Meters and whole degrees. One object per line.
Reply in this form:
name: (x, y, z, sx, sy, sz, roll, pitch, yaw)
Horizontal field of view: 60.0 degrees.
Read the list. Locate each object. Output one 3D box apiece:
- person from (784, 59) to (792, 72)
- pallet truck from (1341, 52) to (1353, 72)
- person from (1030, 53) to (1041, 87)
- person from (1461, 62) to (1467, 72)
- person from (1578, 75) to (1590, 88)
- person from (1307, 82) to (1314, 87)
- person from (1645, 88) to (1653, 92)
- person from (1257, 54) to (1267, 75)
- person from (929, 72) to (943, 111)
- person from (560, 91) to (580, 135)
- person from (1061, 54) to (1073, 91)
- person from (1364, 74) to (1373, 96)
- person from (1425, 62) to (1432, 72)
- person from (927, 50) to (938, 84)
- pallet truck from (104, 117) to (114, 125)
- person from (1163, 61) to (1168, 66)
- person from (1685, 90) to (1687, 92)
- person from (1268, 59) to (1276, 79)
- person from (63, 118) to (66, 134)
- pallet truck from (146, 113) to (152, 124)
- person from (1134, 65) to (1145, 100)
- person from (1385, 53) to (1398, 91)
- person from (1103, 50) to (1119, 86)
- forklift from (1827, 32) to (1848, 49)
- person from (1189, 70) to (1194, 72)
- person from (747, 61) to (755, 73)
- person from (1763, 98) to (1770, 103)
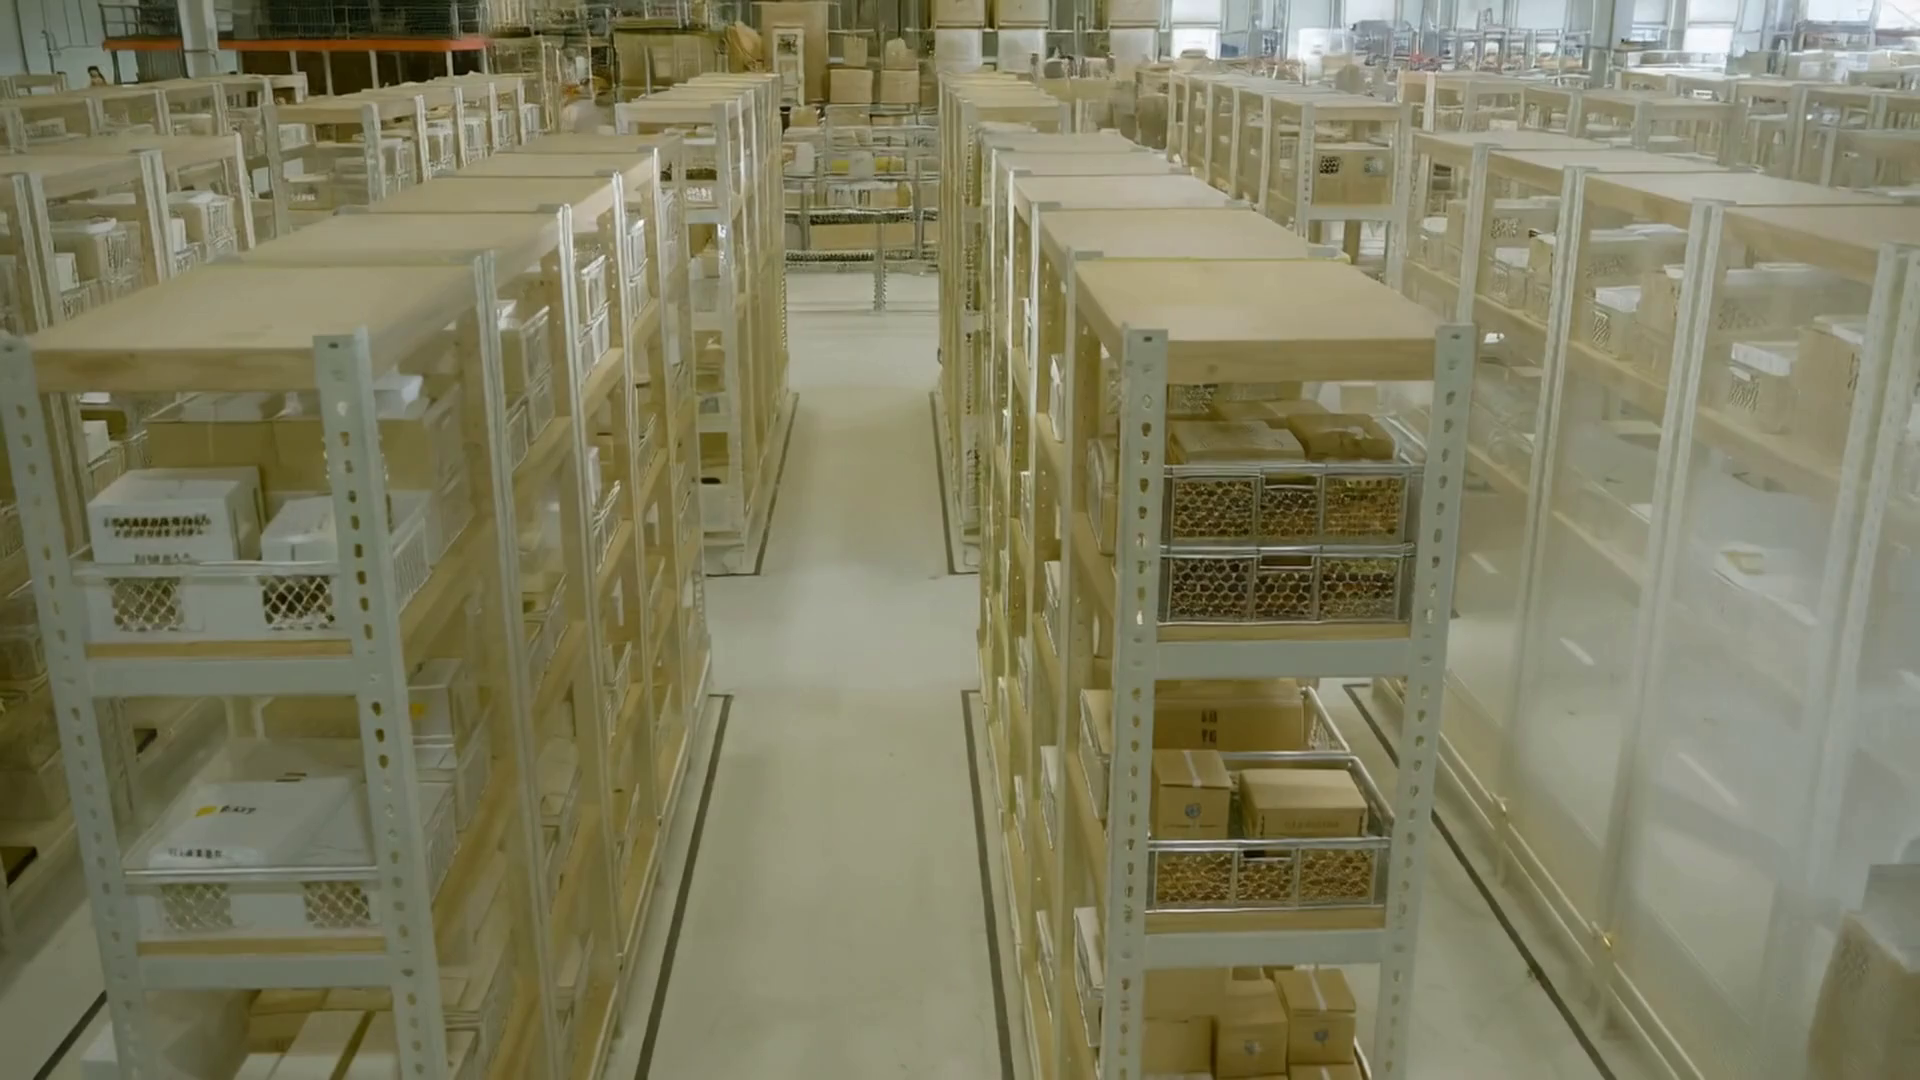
person: (-9.532, -26.530, 92.865, 1.039, 1.932, 0.641, -6, 19, -18)
pallet truck: (18.794, -23.123, 82.231, 0.823, 1.965, 1.885, -13, 22, -35)
person: (3.715, -23.543, 83.711, 0.775, 1.902, 0.402, -13, 22, -35)
person: (21.845, -19.804, 72.226, 0.952, 1.828, 0.557, -3, 18, -9)
person: (20.726, -14.470, 55.387, 0.995, 2.000, 0.695, -15, 23, -38)
person: (11.948, -14.835, 57.077, 0.320, 1.694, 0.534, 7, 19, 20)
person: (21.417, -13.207, 51.921, 0.329, 1.765, 0.525, -8, 20, -24)
person: (14.809, -22.853, 81.522, 0.435, 1.920, 0.635, -16, 24, -41)
person: (-0.947, -16.773, 62.792, 0.865, 1.886, 0.557, -4, 18, -13)
person: (-10.515, -11.050, 44.820, 0.659, 2.029, 0.611, 9, 20, 25)
person: (5.372, -23.561, 83.847, 0.622, 1.839, 0.429, 6, 19, 17)
person: (14.560, -15.696, 59.452, 0.329, 1.871, 0.513, 0, 18, 0)
person: (20.173, -19.689, 71.860, 0.389, 1.845, 0.520, 6, 19, 19)
person: (-1.444, -26.024, 91.539, 0.720, 1.806, 0.515, -6, 19, -18)
pallet truck: (-18.367, -7.885, 35.078, 1.885, 1.965, 0.823, 1, 18, 2)
person: (9.530, -21.186, 76.673, 0.698, 1.724, 0.487, 15, 23, 38)
person: (22.319, -13.193, 51.544, 0.620, 1.972, 0.574, -3, 18, -11)
person: (15.089, -22.404, 80.504, 0.534, 1.692, 0.321, -17, 24, -41)
person: (-22.993, -10.171, 42.303, 0.651, 1.904, 0.402, -9, 20, -25)
pallet truck: (-18.087, -8.309, 36.390, 1.885, 1.965, 0.823, -1, 18, -4)
person: (7.226, -18.254, 67.309, 0.613, 1.907, 0.477, -17, 24, -41)
person: (21.857, -23.680, 84.148, 0.596, 1.870, 0.772, -15, 23, -38)
person: (8.087, -25.275, 89.088, 0.979, 1.882, 0.603, 7, 19, 20)
forklift: (46.023, -25.321, 87.619, 1.129, 2.768, 1.873, -1, 18, -2)
person: (8.471, -16.676, 62.485, 1.006, 1.882, 0.556, 14, 22, 36)
person: (-9.313, -20.255, 73.570, 0.573, 1.872, 0.418, 0, 18, -1)
person: (22.466, -11.438, 46.479, 0.552, 1.729, 0.826, 0, 18, 0)
